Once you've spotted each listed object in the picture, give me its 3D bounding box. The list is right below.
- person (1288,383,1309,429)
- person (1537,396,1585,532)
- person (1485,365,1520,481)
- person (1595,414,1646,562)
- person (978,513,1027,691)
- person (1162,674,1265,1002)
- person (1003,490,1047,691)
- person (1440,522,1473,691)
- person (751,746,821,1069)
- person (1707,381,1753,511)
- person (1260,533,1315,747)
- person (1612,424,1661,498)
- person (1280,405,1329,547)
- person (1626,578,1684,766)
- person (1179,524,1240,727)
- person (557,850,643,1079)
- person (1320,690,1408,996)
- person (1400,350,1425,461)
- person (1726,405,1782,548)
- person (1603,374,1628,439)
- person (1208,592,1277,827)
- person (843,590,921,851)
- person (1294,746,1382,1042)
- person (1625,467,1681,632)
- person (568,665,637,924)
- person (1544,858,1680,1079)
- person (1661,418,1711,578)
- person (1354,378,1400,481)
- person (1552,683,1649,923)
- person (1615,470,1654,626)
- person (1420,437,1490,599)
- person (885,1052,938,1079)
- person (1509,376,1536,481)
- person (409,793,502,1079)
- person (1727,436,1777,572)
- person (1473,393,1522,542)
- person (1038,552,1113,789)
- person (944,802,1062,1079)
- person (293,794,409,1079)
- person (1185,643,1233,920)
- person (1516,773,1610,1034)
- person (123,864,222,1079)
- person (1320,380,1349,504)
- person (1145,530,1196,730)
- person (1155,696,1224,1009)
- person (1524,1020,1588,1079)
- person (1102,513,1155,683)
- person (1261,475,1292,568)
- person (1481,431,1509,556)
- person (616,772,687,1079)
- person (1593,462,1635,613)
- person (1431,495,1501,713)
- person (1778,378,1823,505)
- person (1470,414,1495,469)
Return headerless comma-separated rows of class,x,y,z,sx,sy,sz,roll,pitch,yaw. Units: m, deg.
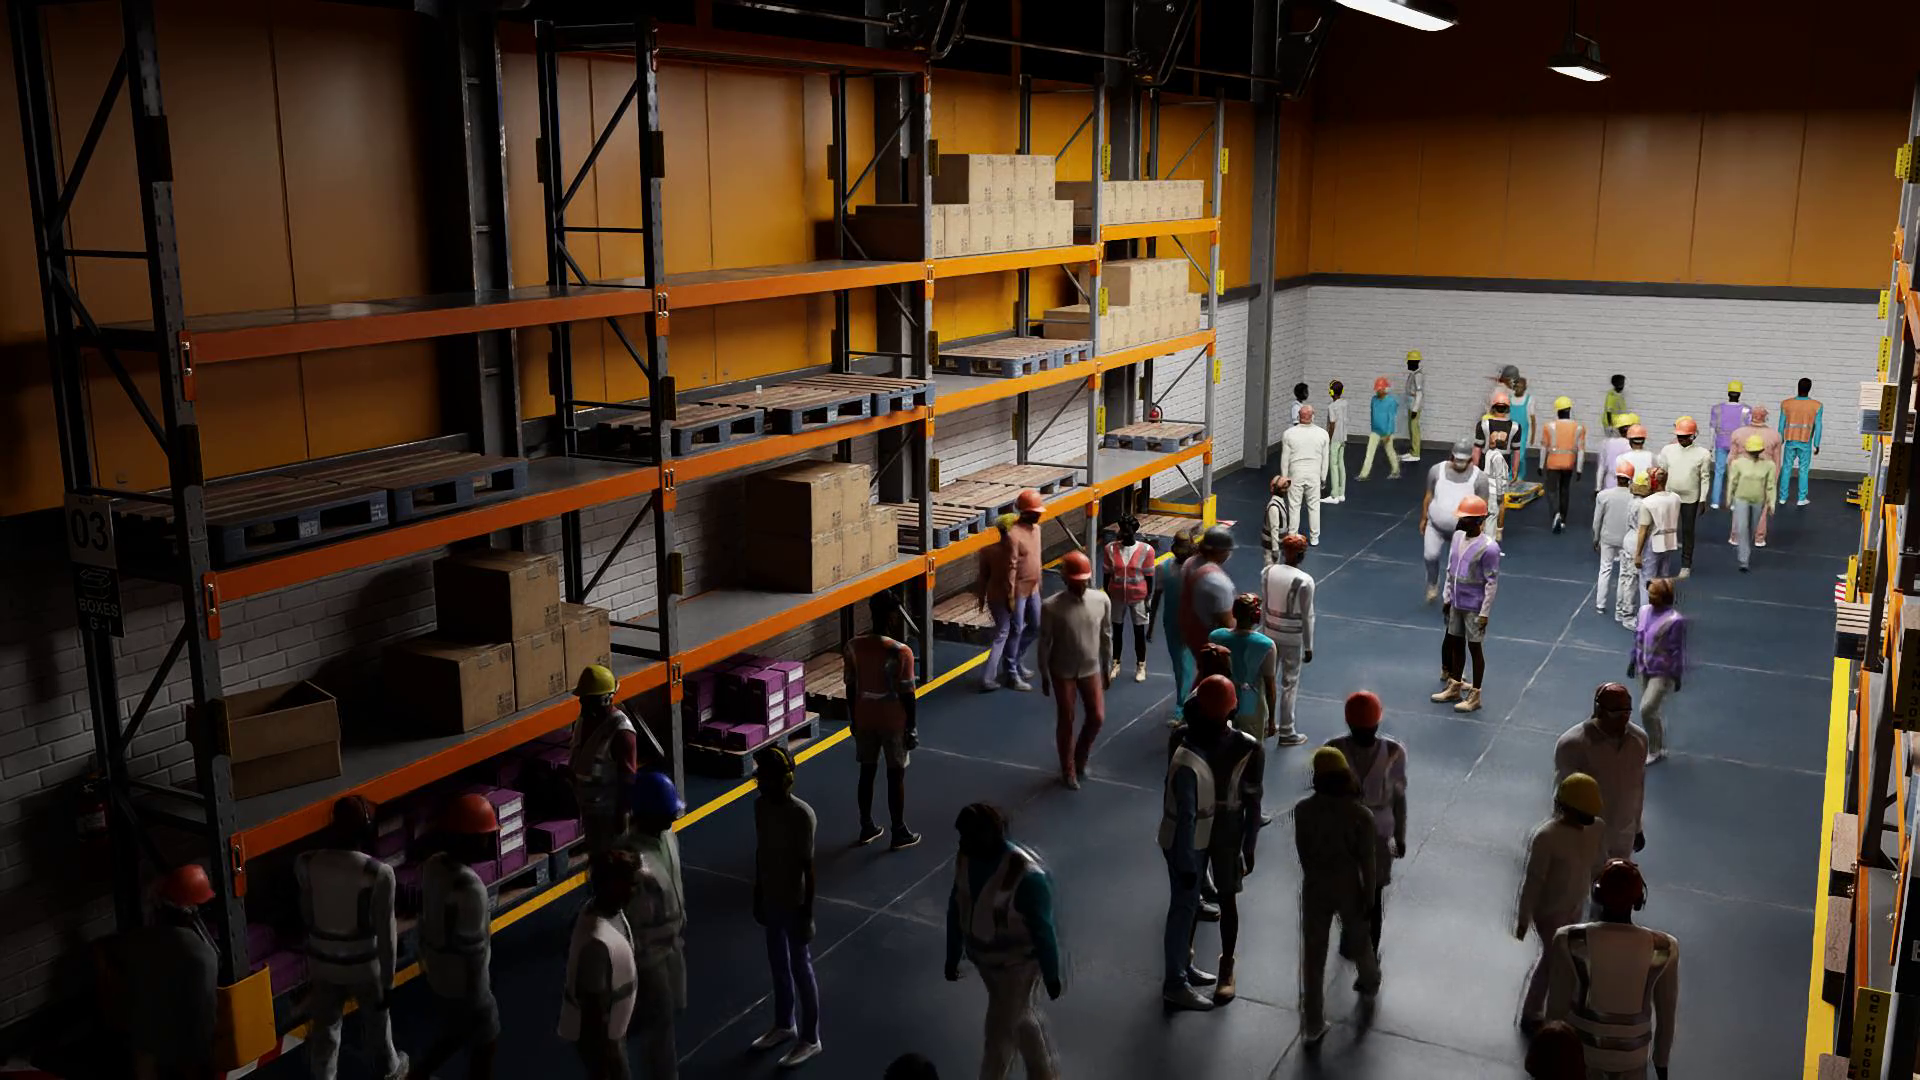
person,5.312,-1.632,26.236,0.360,1.689,0.584,3,13,15
person,8.386,-1.060,23.172,0.585,1.898,0.745,0,13,0
person,8.519,-1.800,26.167,0.911,2.000,0.705,8,15,33
person,8.533,-0.670,21.429,0.477,1.896,0.644,-10,16,-39
person,0.460,0.580,16.258,0.532,1.708,0.944,8,15,33
person,1.519,1.792,10.082,0.608,2.044,0.371,5,14,22
person,0.613,0.476,16.126,0.493,1.983,0.643,8,15,32
person,4.868,0.605,16.179,0.321,1.695,0.530,1,13,6
person,-0.991,2.047,9.365,0.503,1.861,0.328,11,17,42
person,11.400,-1.398,24.667,0.627,1.918,0.405,6,14,24
person,2.857,0.866,14.618,0.360,1.877,0.575,-9,15,-34
person,8.347,-0.488,20.618,0.564,1.893,0.900,2,13,7
person,4.588,-0.854,22.235,0.642,1.909,0.399,0,13,1
person,5.839,1.112,14.056,0.510,1.625,0.545,-4,13,-16
person,2.197,0.824,14.422,0.539,2.000,0.705,-4,13,-18
person,-1.728,2.364,7.998,0.479,1.825,0.597,-3,13,-11
person,2.488,1.819,10.322,0.578,1.884,0.989,3,13,14
person,7.824,-2.320,28.752,0.381,1.924,0.593,2,13,8
person,10.591,-0.848,22.216,0.651,1.904,0.403,5,14,22
person,10.921,-1.938,27.630,0.640,1.666,0.404,-12,17,-44
person,2.146,1.306,12.701,0.568,1.845,0.386,8,15,33
person,-0.568,1.334,12.321,0.603,1.959,0.375,7,14,28
person,2.220,2.038,9.809,0.517,1.681,0.864,5,14,23
person,7.556,0.121,18.035,0.565,1.836,0.384,-6,14,-27
person,-2.363,1.704,10.948,0.404,1.833,0.590,-12,17,-43
person,3.015,2.389,7.765,0.585,1.882,0.337,2,13,9
person,8.916,-0.525,20.568,0.614,1.990,0.392,10,16,38
person,6.841,-1.791,26.925,0.933,1.698,0.569,-9,15,-34
person,3.992,1.802,10.344,0.651,1.906,0.403,-4,13,-15
person,7.501,0.087,18.391,0.313,1.744,0.487,1,13,6
person,5.655,-0.210,19.047,0.735,2.000,0.787,4,13,18
person,-0.161,2.759,6.067,0.604,1.902,0.477,1,13,3
person,8.697,-1.661,26.033,0.555,1.825,0.389,7,14,28
person,-2.598,2.229,8.418,0.677,1.908,0.573,-11,17,-41
person,9.960,-0.466,20.935,0.544,1.706,0.891,4,13,16
person,7.256,-0.979,22.537,0.610,2.029,0.407,2,13,8
person,0.945,1.059,13.506,0.647,1.973,0.434,-3,13,-13
person,0.179,2.228,8.714,0.957,1.781,0.650,-10,16,-37
person,-3.176,2.214,8.685,0.567,1.832,1.007,1,13,3
person,1.678,1.610,11.252,0.340,1.882,0.585,6,14,25
person,3.441,2.106,9.371,0.621,1.717,0.678,-7,14,-29
person,-3.864,2.414,8.099,0.643,1.697,0.910,4,13,19
person,5.664,-1.479,25.136,0.335,1.864,0.521,12,17,42
person,1.945,0.811,15.001,0.522,1.803,0.918,7,14,29
person,1.395,1.854,10.083,0.398,1.920,0.590,3,13,15
person,2.390,2.735,6.802,0.500,1.628,0.270,8,15,31
person,1.649,0.563,16.381,0.530,1.694,0.320,4,13,18
person,3.529,0.087,18.634,0.314,1.636,0.514,3,13,14
person,6.990,-0.616,21.773,0.308,1.641,0.517,0,13,2
person,-1.687,2.131,8.821,0.667,1.927,0.614,3,13,14
person,7.471,-0.021,18.847,0.572,1.750,0.330,6,14,27
person,4.713,0.585,15.480,0.380,2.045,0.605,-5,14,-22
person,12.617,-1.481,25.012,0.597,1.919,0.383,9,15,35
person,7.180,-0.895,22.810,0.556,1.725,0.525,-6,14,-26
